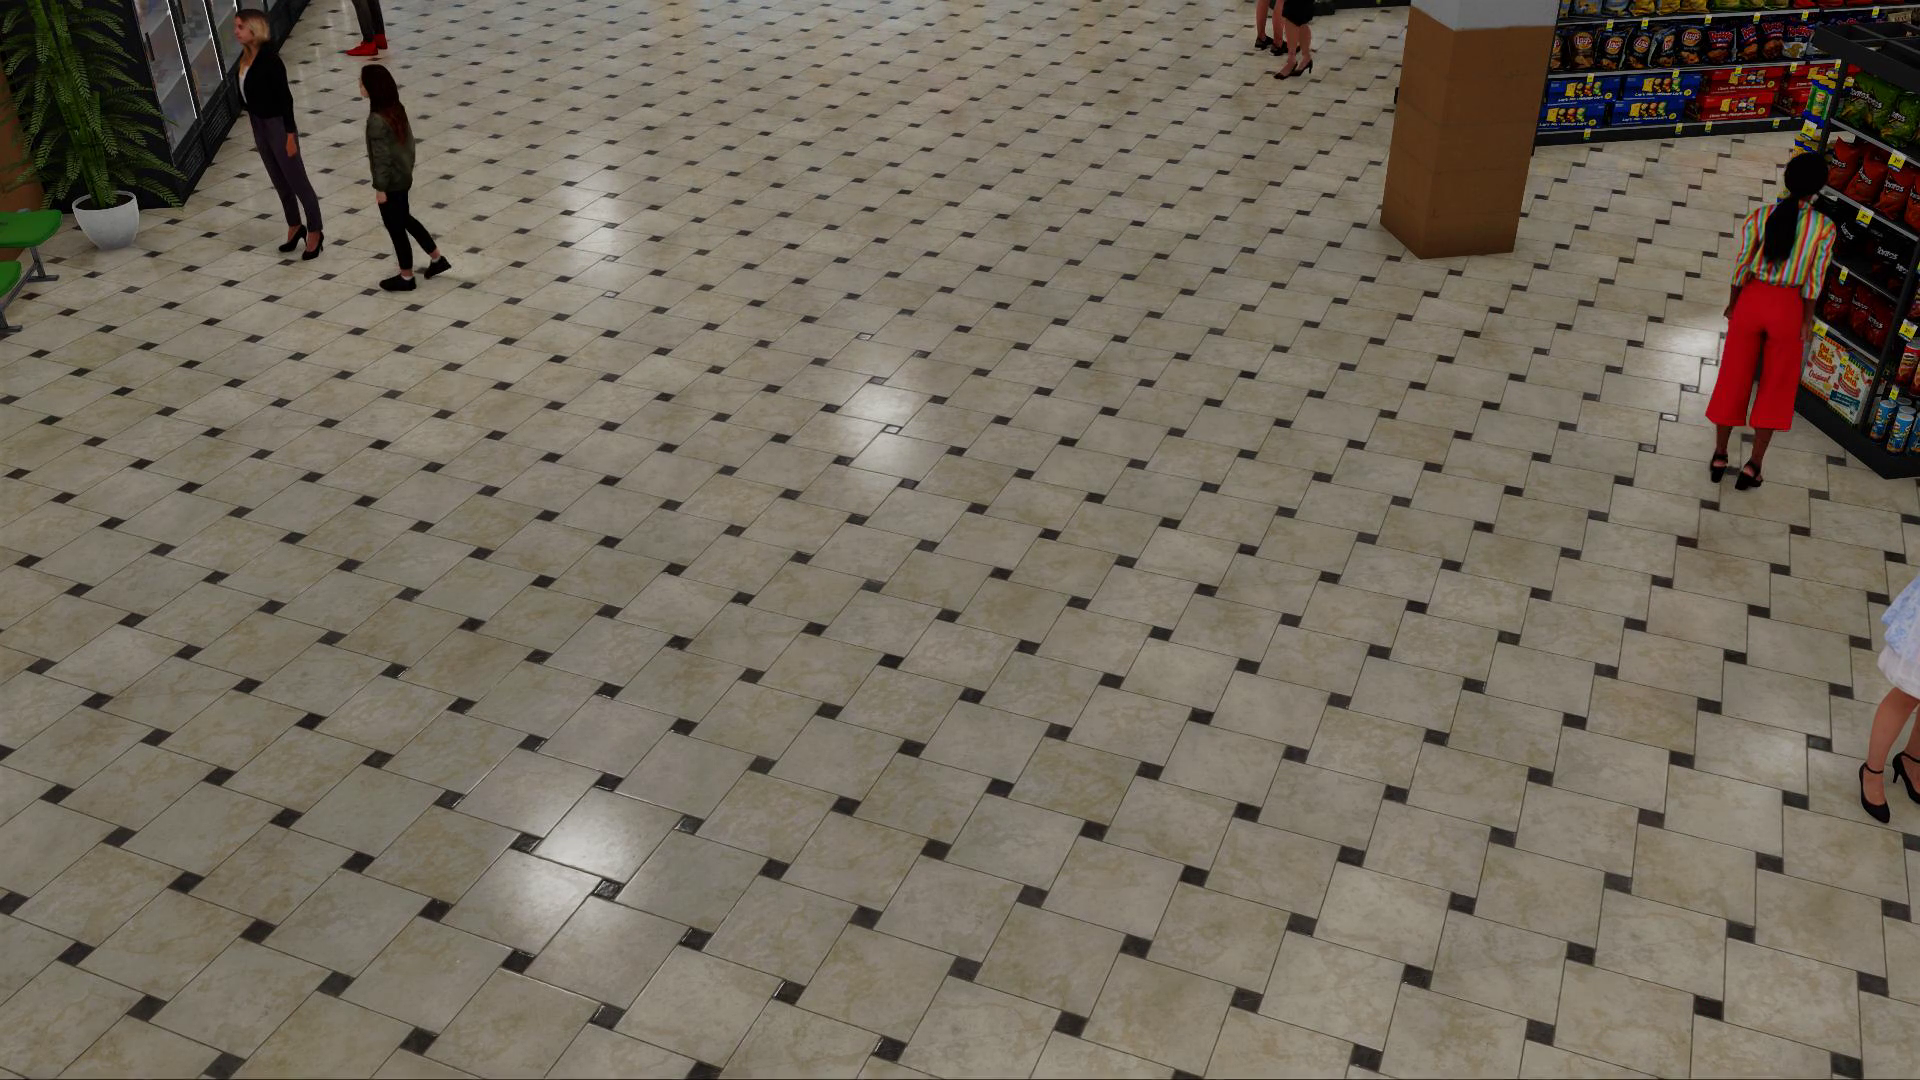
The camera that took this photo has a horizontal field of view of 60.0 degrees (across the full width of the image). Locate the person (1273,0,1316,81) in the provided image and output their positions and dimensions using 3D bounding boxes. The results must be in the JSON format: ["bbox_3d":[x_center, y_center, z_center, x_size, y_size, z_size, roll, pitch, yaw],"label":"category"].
[{"bbox_3d":[3.086,-4.928,14.701,0.800,1.648,0.782,-15,35,-22],"label":"person"}]

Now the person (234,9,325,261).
[{"bbox_3d":[-4.547,-2.699,11.098,0.687,1.670,0.736,23,38,32],"label":"person"}]

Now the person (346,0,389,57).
[{"bbox_3d":[-5.592,-5.403,15.317,0.663,1.805,0.704,6,32,9],"label":"person"}]

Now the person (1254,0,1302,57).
[{"bbox_3d":[2.960,-5.447,15.334,0.708,1.861,0.760,-18,36,-26],"label":"person"}]

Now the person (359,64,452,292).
[{"bbox_3d":[-3.594,-2.316,10.667,0.713,1.475,0.651,0,32,0],"label":"person"}]

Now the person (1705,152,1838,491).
[{"bbox_3d":[4.039,-1.069,8.365,0.715,1.789,0.784,18,36,26],"label":"person"}]
